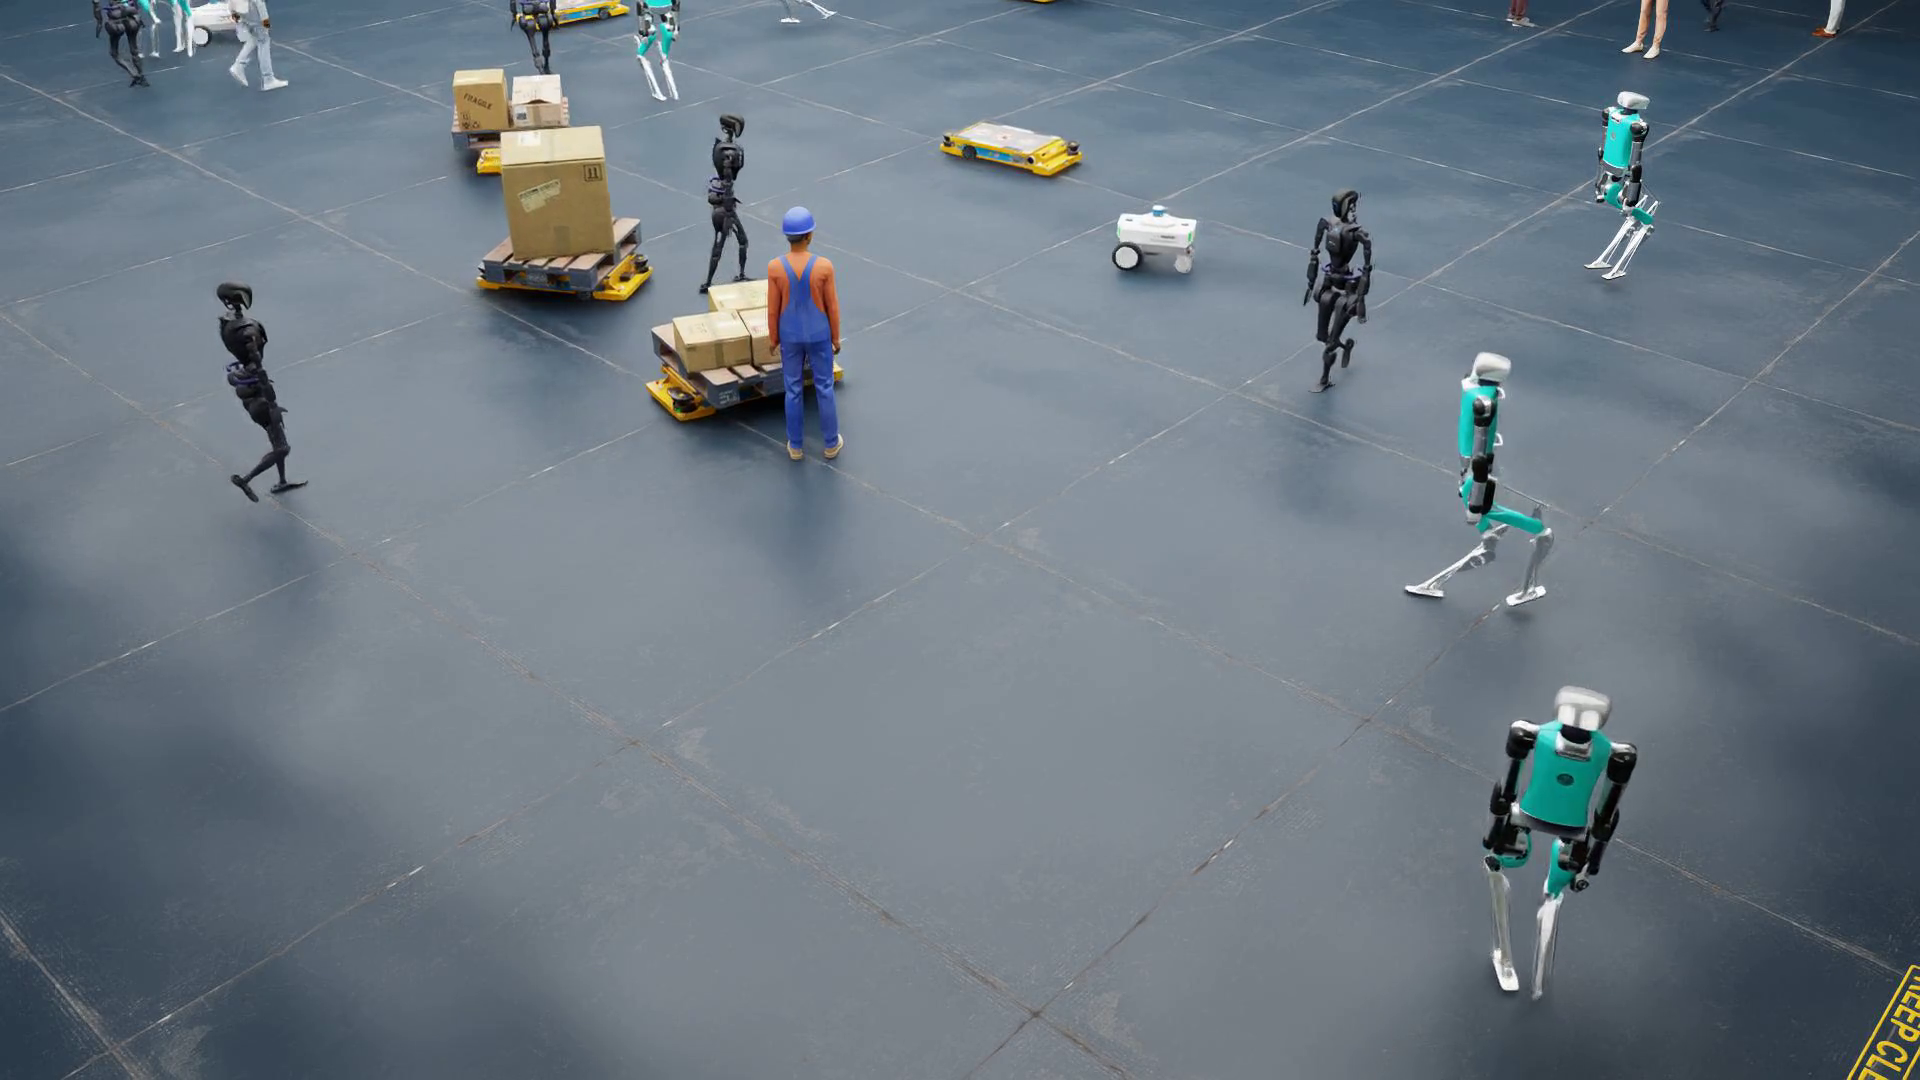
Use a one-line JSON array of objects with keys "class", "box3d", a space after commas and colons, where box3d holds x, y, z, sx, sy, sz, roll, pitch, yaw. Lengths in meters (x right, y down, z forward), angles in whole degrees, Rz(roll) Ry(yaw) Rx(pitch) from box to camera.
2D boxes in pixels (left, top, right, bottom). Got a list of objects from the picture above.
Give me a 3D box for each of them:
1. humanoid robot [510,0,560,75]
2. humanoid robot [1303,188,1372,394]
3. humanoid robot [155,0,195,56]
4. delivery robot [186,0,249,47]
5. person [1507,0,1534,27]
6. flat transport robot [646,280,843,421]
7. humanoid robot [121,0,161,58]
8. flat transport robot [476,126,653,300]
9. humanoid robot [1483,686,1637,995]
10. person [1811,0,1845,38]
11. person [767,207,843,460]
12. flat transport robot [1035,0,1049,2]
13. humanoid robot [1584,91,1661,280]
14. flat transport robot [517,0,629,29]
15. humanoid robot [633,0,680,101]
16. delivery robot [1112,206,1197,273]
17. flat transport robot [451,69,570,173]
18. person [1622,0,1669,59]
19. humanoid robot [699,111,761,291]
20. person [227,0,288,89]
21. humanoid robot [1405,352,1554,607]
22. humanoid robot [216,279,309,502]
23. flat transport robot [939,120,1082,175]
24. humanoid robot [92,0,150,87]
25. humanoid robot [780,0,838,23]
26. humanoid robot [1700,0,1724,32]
[{"class": "humanoid robot", "box3d": [-5.162, -6.374, 20.121, 0.586, 1.624, 0.762, -15, 35, -22]}, {"class": "humanoid robot", "box3d": [3.020, -1.982, 13.032, 0.592, 1.638, 0.608, -24, 39, -34]}, {"class": "humanoid robot", "box3d": [-9.977, -7.051, 21.126, 0.550, 1.780, 0.771, -3, 32, -4]}, {"class": "delivery robot", "box3d": [-9.781, -6.841, 21.870, 0.744, 0.564, 0.499, -11, 33, -17]}, {"class": "person", "box3d": [7.664, -7.832, 22.308, 0.385, 1.806, 0.558, 3, 32, 4]}, {"class": "flat transport robot", "box3d": [-1.716, -1.311, 13.265, 1.431, 0.231, 0.659, -19, 36, -27]}, {"class": "humanoid robot", "box3d": [-10.387, -6.911, 20.891, 0.531, 1.791, 0.737, -26, 40, -35]}, {"class": "flat transport robot", "box3d": [-3.574, -2.439, 15.081, 1.431, 0.231, 0.659, 7, 32, 11]}, {"class": "humanoid robot", "box3d": [2.680, 1.349, 7.628, 0.532, 1.826, 0.633, 11, 34, 17]}, {"class": "person", "box3d": [11.601, -7.546, 21.841, 0.372, 1.825, 0.498, 16, 35, 24]}, {"class": "person", "box3d": [-1.121, -1.465, 11.963, 0.522, 1.907, 0.372, 0, 32, -1]}, {"class": "flat transport robot", "box3d": [1.320, -8.100, 24.198, 0.659, 0.231, 1.431, 21, 37, 30]}, {"class": "humanoid robot", "box3d": [5.961, -3.142, 14.695, 0.735, 1.677, 0.533, -9, 33, -15]}, {"class": "flat transport robot", "box3d": [-5.348, -7.298, 22.907, 1.431, 0.231, 0.659, -24, 39, -33]}, {"class": "humanoid robot", "box3d": [-3.582, -6.001, 19.447, 0.552, 1.819, 0.671, -20, 37, -29]}, {"class": "delivery robot", "box3d": [1.809, -2.797, 15.375, 0.774, 0.581, 0.499, 7, 33, 11]}, {"class": "flat transport robot", "box3d": [-4.855, -4.335, 18.135, 0.659, 0.231, 1.431, -6, 32, -10]}, {"class": "person", "box3d": [8.827, -7.059, 20.995, 0.350, 1.879, 0.512, -19, 36, -27]}, {"class": "humanoid robot", "box3d": [-2.077, -2.971, 14.620, 0.556, 1.627, 0.604, -3, 32, -5]}, {"class": "person", "box3d": [-8.457, -6.273, 19.714, 0.594, 1.896, 0.538, 23, 39, 33]}, {"class": "humanoid robot", "box3d": [3.410, -0.309, 10.318, 1.035, 1.780, 0.540, 4, 32, 7]}, {"class": "humanoid robot", "box3d": [-4.919, -1.028, 11.480, 0.490, 1.648, 0.593, -20, 37, -29]}, {"class": "flat transport robot", "box3d": [0.544, -4.246, 17.991, 1.431, 0.231, 0.659, 20, 37, 29]}, {"class": "humanoid robot", "box3d": [-10.031, -6.238, 19.857, 0.372, 1.644, 0.599, 18, 36, 27]}, {"class": "humanoid robot", "box3d": [-2.137, -7.689, 22.137, 1.012, 1.723, 0.530, -3, 32, -5]}, {"class": "humanoid robot", "box3d": [10.150, -7.604, 22.066, 0.386, 1.647, 0.613, -16, 35, -25]}]
